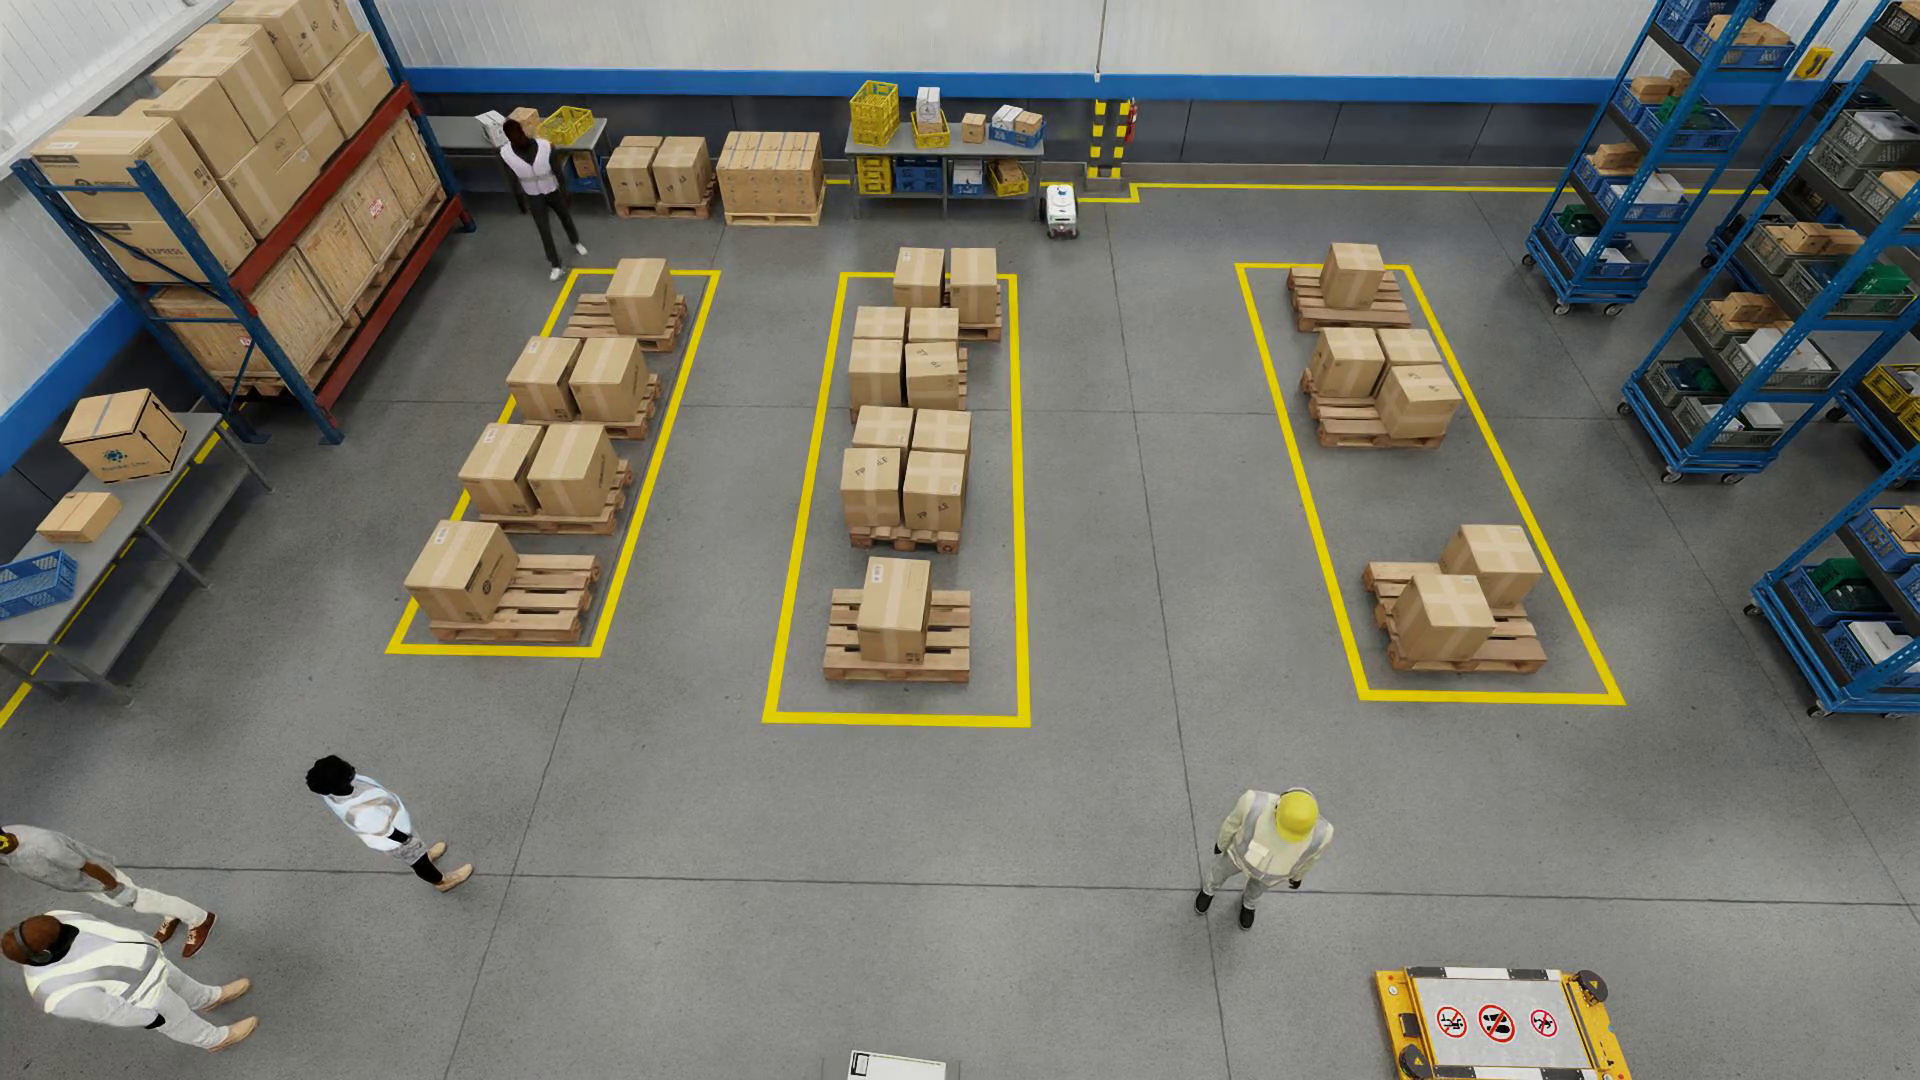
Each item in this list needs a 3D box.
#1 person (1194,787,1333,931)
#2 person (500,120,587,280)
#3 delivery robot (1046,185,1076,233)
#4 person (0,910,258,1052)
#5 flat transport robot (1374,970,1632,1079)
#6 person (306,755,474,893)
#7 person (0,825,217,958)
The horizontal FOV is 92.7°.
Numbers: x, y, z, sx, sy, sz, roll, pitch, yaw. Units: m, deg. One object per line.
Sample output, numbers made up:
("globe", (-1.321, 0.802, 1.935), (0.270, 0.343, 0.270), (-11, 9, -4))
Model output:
("person", (1.916, 2.021, 5.826), (0.588, 1.823, 0.403), (18, 53, 14))
("person", (-4.898, -4.032, 10.747), (0.623, 1.853, 0.850), (-20, 54, -16))
("delivery robot", (1.288, -4.254, 11.696), (0.477, 0.478, 0.707), (1, 51, 1))
("person", (-4.825, 2.580, 5.368), (0.431, 1.836, 0.619), (-32, 58, -23))
("flat transport robot", (3.501, 3.133, 5.914), (1.431, 0.197, 0.652), (1, 51, 1))
("person", (-3.767, 1.868, 6.030), (0.541, 1.695, 0.315), (28, 56, 21))
("person", (-5.423, 2.145, 5.708), (0.518, 1.856, 0.347), (8, 51, 6))
